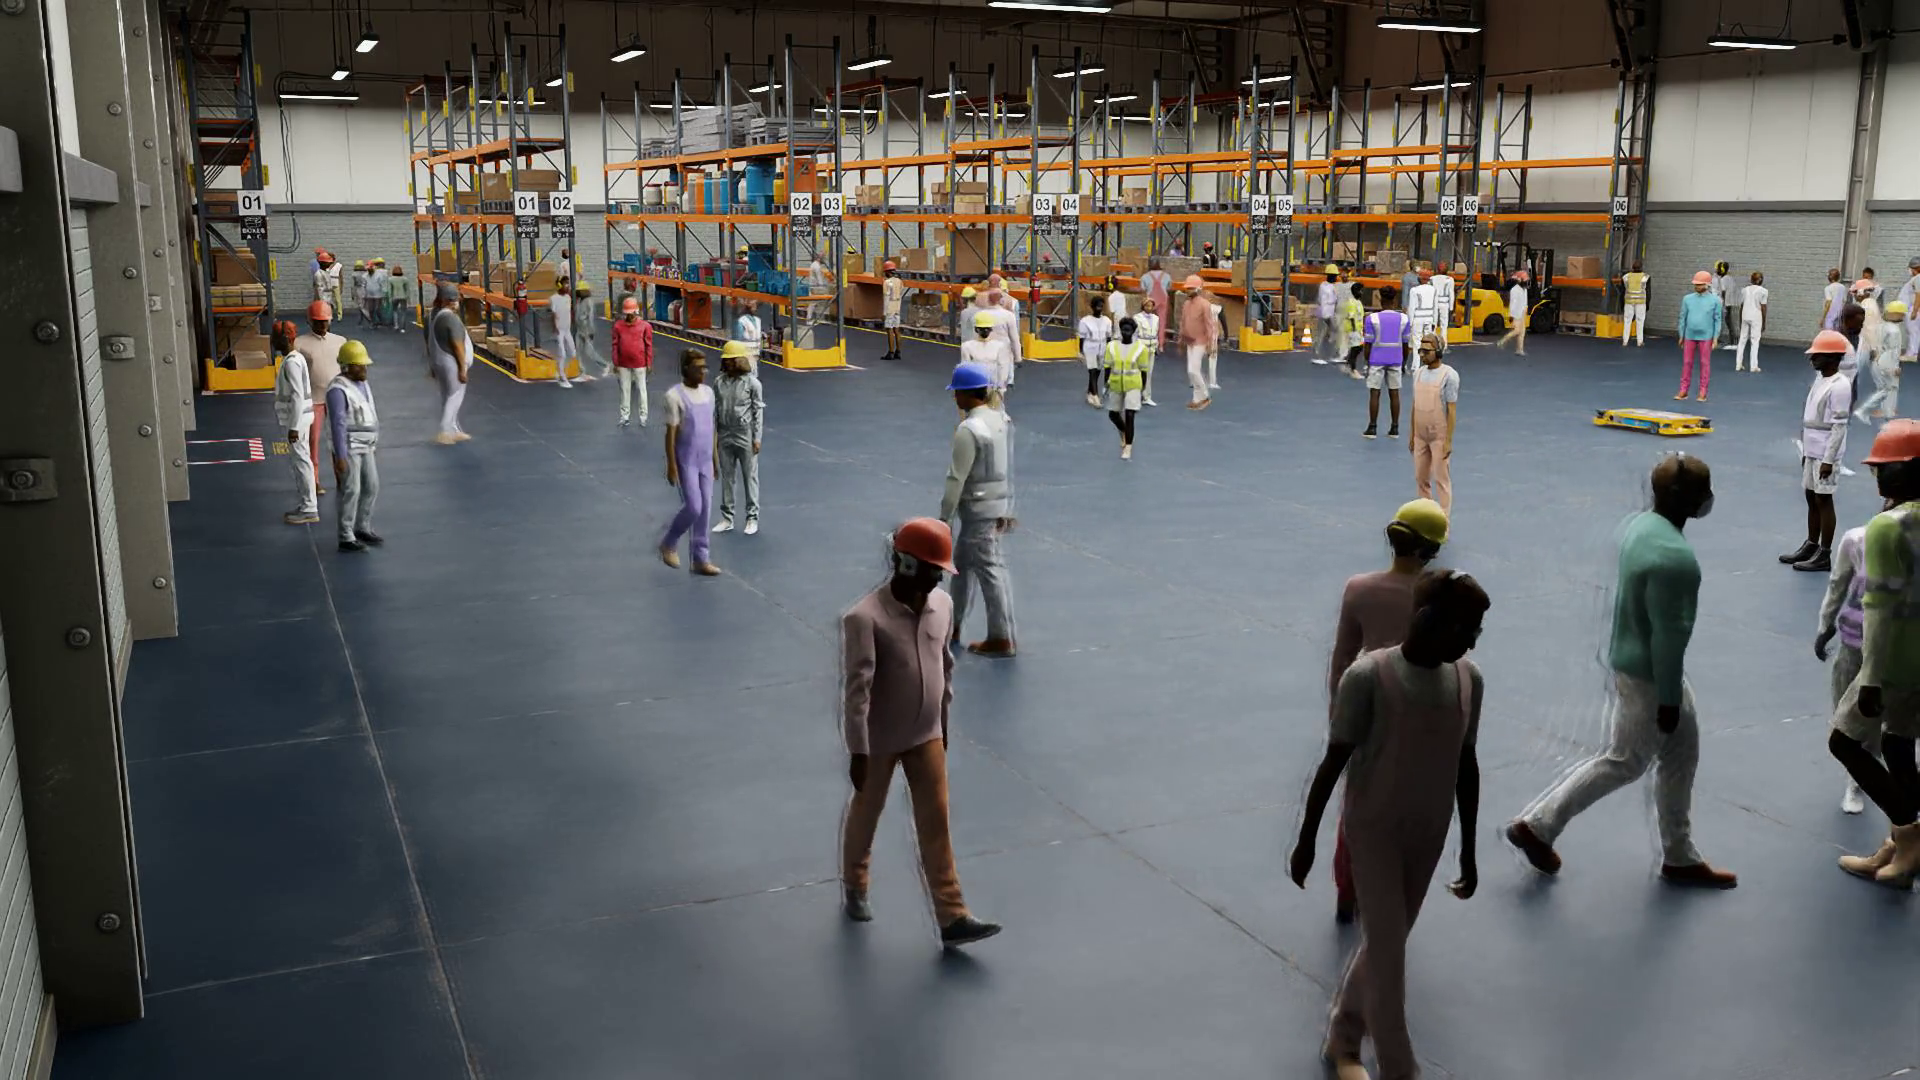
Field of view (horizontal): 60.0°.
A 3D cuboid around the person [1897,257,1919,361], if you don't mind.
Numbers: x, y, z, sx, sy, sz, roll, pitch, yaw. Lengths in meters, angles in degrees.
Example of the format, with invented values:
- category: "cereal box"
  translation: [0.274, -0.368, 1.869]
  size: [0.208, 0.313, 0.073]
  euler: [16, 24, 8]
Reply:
- category: "person"
  translation: [18.558, -4.504, 32.421]
  size: [0.536, 2.000, 0.683]
  euler: [6, 13, 27]

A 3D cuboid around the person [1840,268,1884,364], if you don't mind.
- category: "person"
  translation: [16.832, -4.132, 31.018]
  size: [1.047, 1.859, 0.605]
  euler: [-10, 15, -40]

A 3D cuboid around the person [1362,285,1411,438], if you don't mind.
- category: "person"
  translation: [5.465, -2.283, 21.347]
  size: [0.599, 1.958, 0.368]
  euler: [0, 11, -2]

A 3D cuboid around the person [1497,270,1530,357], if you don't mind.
- category: "person"
  translation: [11.192, -4.551, 33.431]
  size: [0.580, 1.736, 0.538]
  euler: [-11, 15, -43]

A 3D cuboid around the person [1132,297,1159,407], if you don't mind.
- category: "person"
  translation: [2.765, -2.811, 24.843]
  size: [0.514, 1.639, 0.314]
  euler: [-8, 13, -34]

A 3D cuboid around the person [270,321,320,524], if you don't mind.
- category: "person"
  translation: [-6.198, -1.097, 15.505]
  size: [0.338, 1.882, 0.582]
  euler: [-4, 12, -20]

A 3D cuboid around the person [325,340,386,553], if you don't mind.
- category: "person"
  translation: [-5.143, -0.797, 14.150]
  size: [0.409, 1.822, 0.612]
  euler: [1, 11, 4]

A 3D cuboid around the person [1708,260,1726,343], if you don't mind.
- category: "person"
  translation: [16.825, -5.288, 36.944]
  size: [0.403, 1.828, 0.594]
  euler: [7, 13, 33]

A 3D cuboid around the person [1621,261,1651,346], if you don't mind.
- category: "person"
  translation: [14.679, -5.138, 36.147]
  size: [0.626, 1.846, 0.429]
  euler: [6, 13, 30]

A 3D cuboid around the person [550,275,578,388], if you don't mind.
- category: "person"
  translation: [-6.559, -3.435, 27.457]
  size: [0.383, 1.856, 0.534]
  euler: [7, 13, 31]

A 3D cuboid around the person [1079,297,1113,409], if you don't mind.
- category: "person"
  translation: [2.017, -2.810, 24.808]
  size: [0.536, 1.653, 0.880]
  euler: [-4, 12, -20]

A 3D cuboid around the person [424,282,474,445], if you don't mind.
- category: "person"
  translation: [-6.385, -2.228, 20.852]
  size: [0.583, 2.000, 0.687]
  euler: [-11, 15, -43]

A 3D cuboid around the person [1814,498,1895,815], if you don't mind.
- category: "person"
  translation: [4.497, 0.494, 8.106]
  size: [0.558, 1.607, 0.636]
  euler: [10, 15, 40]

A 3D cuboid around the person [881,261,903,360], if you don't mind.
- category: "person"
  translation: [-1.357, -4.504, 32.684]
  size: [0.354, 1.939, 0.545]
  euler: [7, 13, 33]

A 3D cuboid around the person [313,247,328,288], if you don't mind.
- category: "person"
  translation: [-18.012, -7.291, 46.970]
  size: [0.838, 1.906, 0.434]
  euler: [9, 14, 40]

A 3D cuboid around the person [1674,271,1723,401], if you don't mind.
- category: "person"
  translation: [11.340, -3.123, 25.526]
  size: [0.612, 1.991, 0.392]
  euler: [10, 15, 41]

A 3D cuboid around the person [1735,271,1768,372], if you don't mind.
- category: "person"
  translation: [14.419, -3.973, 30.260]
  size: [0.348, 1.837, 0.503]
  euler: [-8, 14, -35]

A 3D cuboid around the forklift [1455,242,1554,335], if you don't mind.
- category: "forklift"
  translation: [13.047, -6.049, 39.881]
  size: [2.313, 2.155, 1.214]
  euler: [-5, 12, -23]

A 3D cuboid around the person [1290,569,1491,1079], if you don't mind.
- category: "person"
  translation: [1.399, 0.984, 5.174]
  size: [0.592, 1.786, 0.870]
  euler: [-4, 12, -21]

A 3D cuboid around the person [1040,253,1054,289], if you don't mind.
- category: "person"
  translation: [2.490, -7.477, 48.330]
  size: [0.569, 1.730, 0.741]
  euler: [-9, 14, -39]

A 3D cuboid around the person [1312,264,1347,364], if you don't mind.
- category: "person"
  translation: [7.094, -4.290, 31.691]
  size: [0.775, 1.903, 0.596]
  euler: [9, 14, 38]

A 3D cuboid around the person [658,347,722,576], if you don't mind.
- category: "person"
  translation: [-2.136, -0.619, 13.225]
  size: [0.450, 1.832, 0.505]
  euler: [7, 13, 33]

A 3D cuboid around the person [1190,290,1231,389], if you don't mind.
- category: "person"
  translation: [4.092, -3.282, 27.288]
  size: [0.672, 1.628, 0.379]
  euler: [4, 12, 20]

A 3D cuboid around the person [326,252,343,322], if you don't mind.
- category: "person"
  translation: [-16.615, -6.700, 44.089]
  size: [0.566, 1.842, 0.389]
  euler: [0, 11, 2]

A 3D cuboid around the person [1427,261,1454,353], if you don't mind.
- category: "person"
  translation: [9.882, -4.782, 34.241]
  size: [0.574, 1.881, 0.357]
  euler: [9, 14, 38]

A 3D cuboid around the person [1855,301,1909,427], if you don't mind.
- category: "person"
  translation: [12.359, -2.323, 22.145]
  size: [0.483, 1.726, 0.488]
  euler: [4, 12, 19]

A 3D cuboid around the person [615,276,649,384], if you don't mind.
- category: "person"
  translation: [-5.560, -3.551, 28.159]
  size: [0.502, 1.809, 0.577]
  euler: [-9, 15, -40]

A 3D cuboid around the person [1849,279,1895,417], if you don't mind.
- category: "person"
  translation: [12.823, -2.717, 23.597]
  size: [1.042, 1.931, 0.639]
  euler: [9, 15, 40]

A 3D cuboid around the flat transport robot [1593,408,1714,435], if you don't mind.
- category: "flat transport robot"
  translation: [9.195, -1.582, 22.084]
  size: [0.652, 0.197, 1.431]
  euler: [-5, 12, -25]

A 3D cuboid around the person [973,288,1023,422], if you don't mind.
- category: "person"
  translation: [0.485, -2.475, 22.558]
  size: [0.638, 1.869, 0.968]
  euler: [8, 14, 36]

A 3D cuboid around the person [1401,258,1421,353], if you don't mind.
- category: "person"
  translation: [9.321, -4.833, 34.355]
  size: [0.378, 1.940, 0.629]
  euler: [11, 15, 43]

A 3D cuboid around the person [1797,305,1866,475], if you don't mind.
- category: "person"
  translation: [9.674, -1.674, 18.449]
  size: [0.655, 1.881, 0.663]
  euler: [-8, 13, -34]

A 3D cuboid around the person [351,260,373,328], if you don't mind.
- category: "person"
  translation: [-14.998, -6.174, 41.798]
  size: [0.785, 1.698, 0.502]
  euler: [10, 15, 43]
